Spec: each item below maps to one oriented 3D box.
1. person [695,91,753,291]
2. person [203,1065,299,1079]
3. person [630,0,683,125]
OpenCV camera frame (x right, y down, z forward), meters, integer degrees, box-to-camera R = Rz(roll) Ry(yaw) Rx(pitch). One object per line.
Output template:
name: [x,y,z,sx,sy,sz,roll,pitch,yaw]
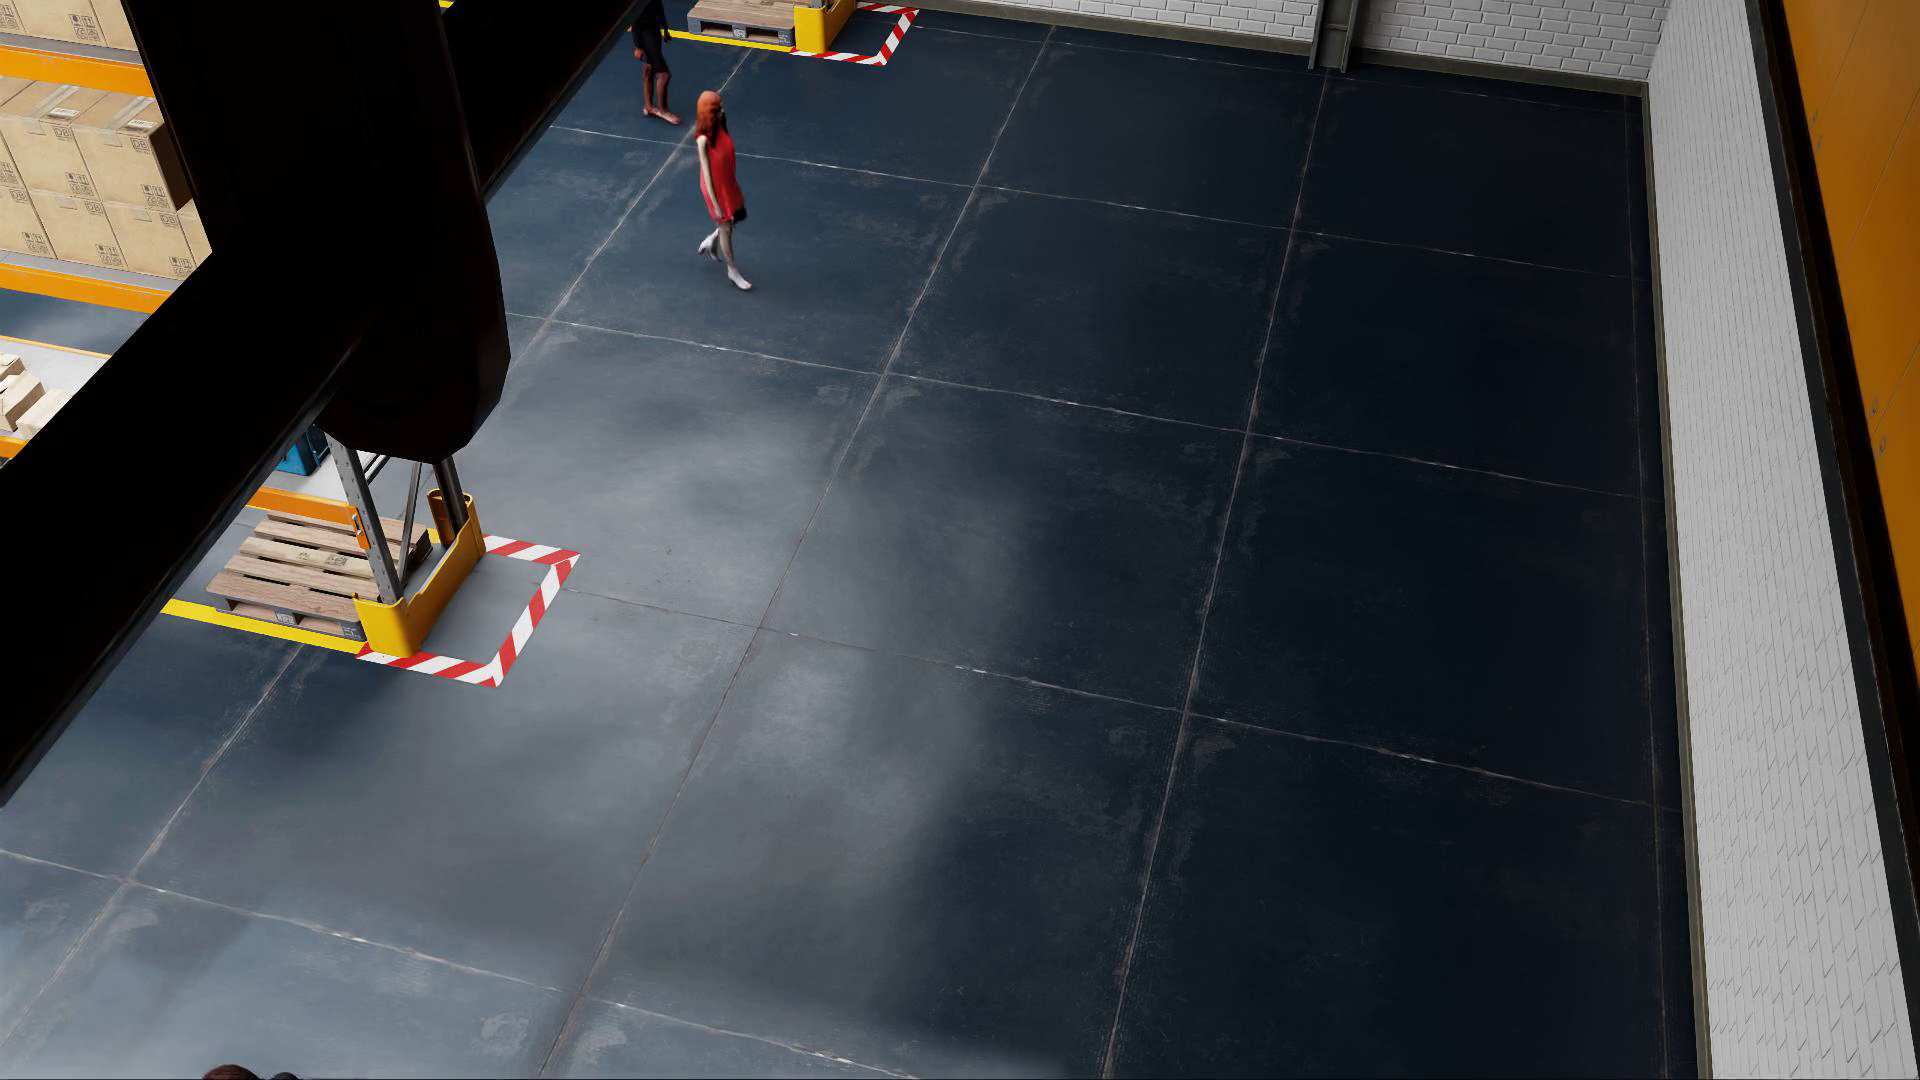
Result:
person: [-2.082,-2.958,14.064,0.810,1.816,0.668,15,46,15]
person: [-3.020,2.993,7.780,0.981,1.867,0.794,6,44,6]
person: [-3.101,-4.887,16.165,0.691,1.710,0.639,13,45,13]
